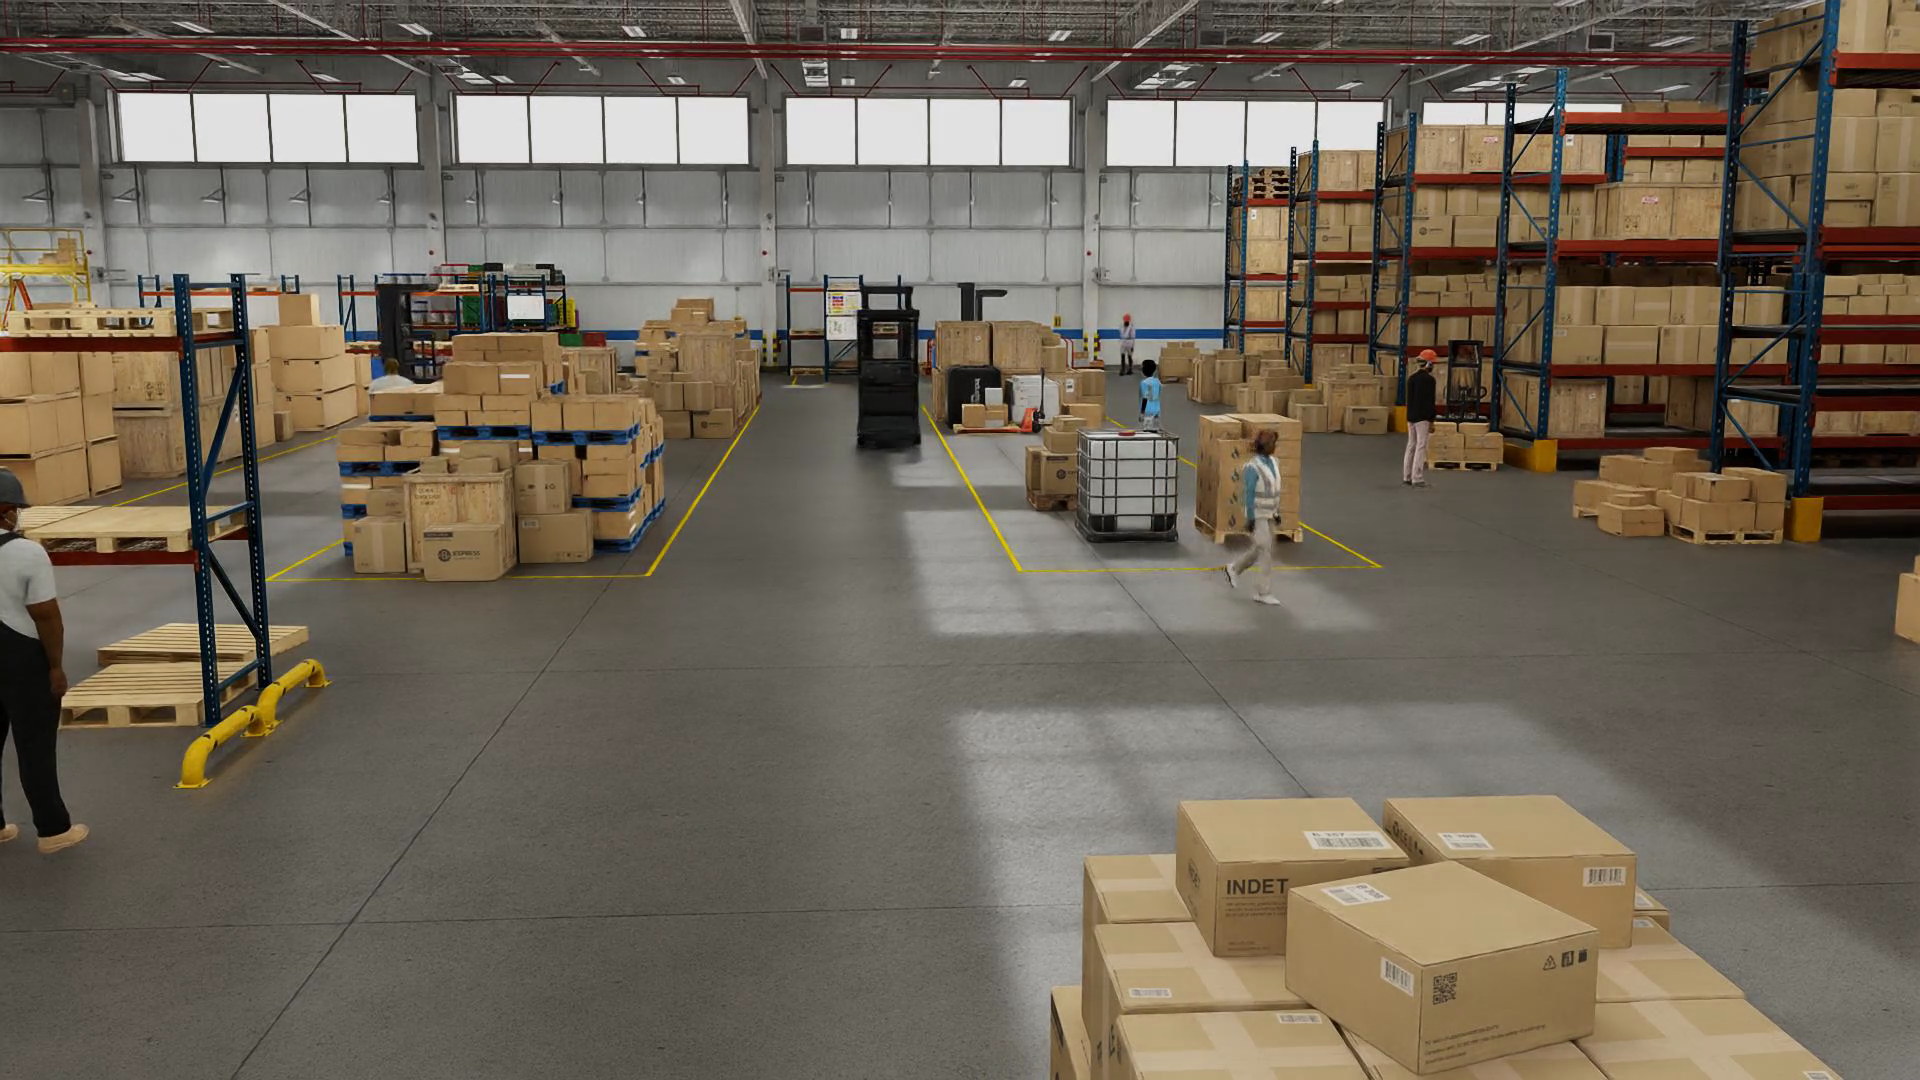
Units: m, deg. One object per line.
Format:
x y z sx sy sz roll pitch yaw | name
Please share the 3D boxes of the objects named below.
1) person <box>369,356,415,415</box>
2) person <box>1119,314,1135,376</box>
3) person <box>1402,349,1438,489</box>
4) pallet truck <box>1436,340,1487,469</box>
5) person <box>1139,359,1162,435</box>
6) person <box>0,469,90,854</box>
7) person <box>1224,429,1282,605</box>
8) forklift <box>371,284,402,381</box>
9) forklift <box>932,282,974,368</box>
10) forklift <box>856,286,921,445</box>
-7.773 -1.564 22.872 0.642 1.923 0.557 -3 9 -17 | person
5.025 -5.859 50.062 0.548 1.846 1.075 4 10 25 | person
6.578 -1.717 23.661 0.434 1.977 0.605 -3 9 -16 | person
8.004 -2.170 26.422 0.823 1.965 1.885 2 9 14 | pallet truck
3.002 -2.013 26.373 0.320 1.695 0.538 6 11 35 | person
-4.983 0.626 8.726 0.675 2.000 0.537 1 9 6 | person
2.735 -0.231 15.391 0.577 1.626 0.520 6 11 35 | person
-13.247 -4.567 38.707 1.873 2.768 1.129 -1 9 -4 | forklift
0.185 -5.571 45.012 1.873 2.768 1.129 -1 9 -4 | forklift
-1.310 -3.176 29.970 1.129 2.768 1.873 -1 9 -4 | forklift
